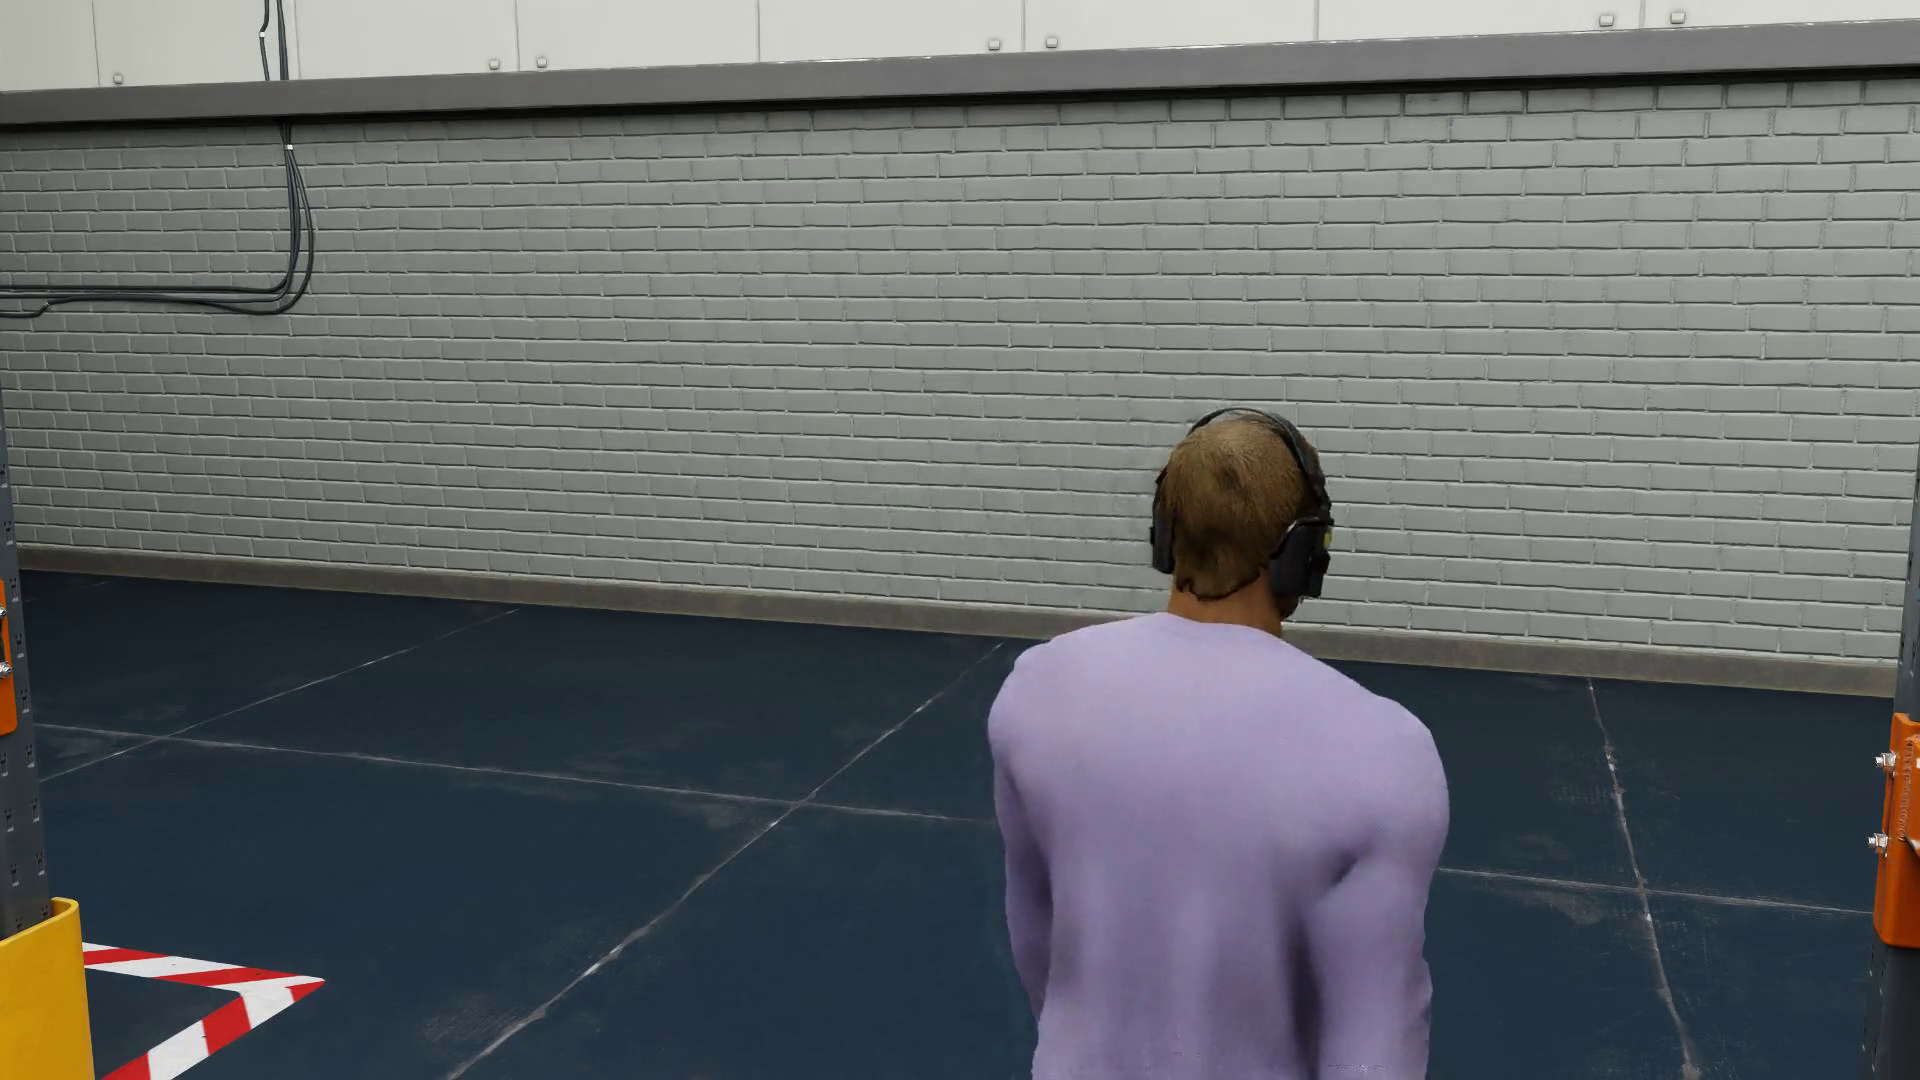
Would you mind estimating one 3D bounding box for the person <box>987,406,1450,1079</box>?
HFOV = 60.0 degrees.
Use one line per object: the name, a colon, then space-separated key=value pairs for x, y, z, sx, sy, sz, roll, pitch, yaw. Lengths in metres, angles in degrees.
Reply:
person: x=0.341 y=0.765 z=2.226 sx=0.650 sy=1.884 sz=1.009 roll=6 pitch=11 yaw=33
